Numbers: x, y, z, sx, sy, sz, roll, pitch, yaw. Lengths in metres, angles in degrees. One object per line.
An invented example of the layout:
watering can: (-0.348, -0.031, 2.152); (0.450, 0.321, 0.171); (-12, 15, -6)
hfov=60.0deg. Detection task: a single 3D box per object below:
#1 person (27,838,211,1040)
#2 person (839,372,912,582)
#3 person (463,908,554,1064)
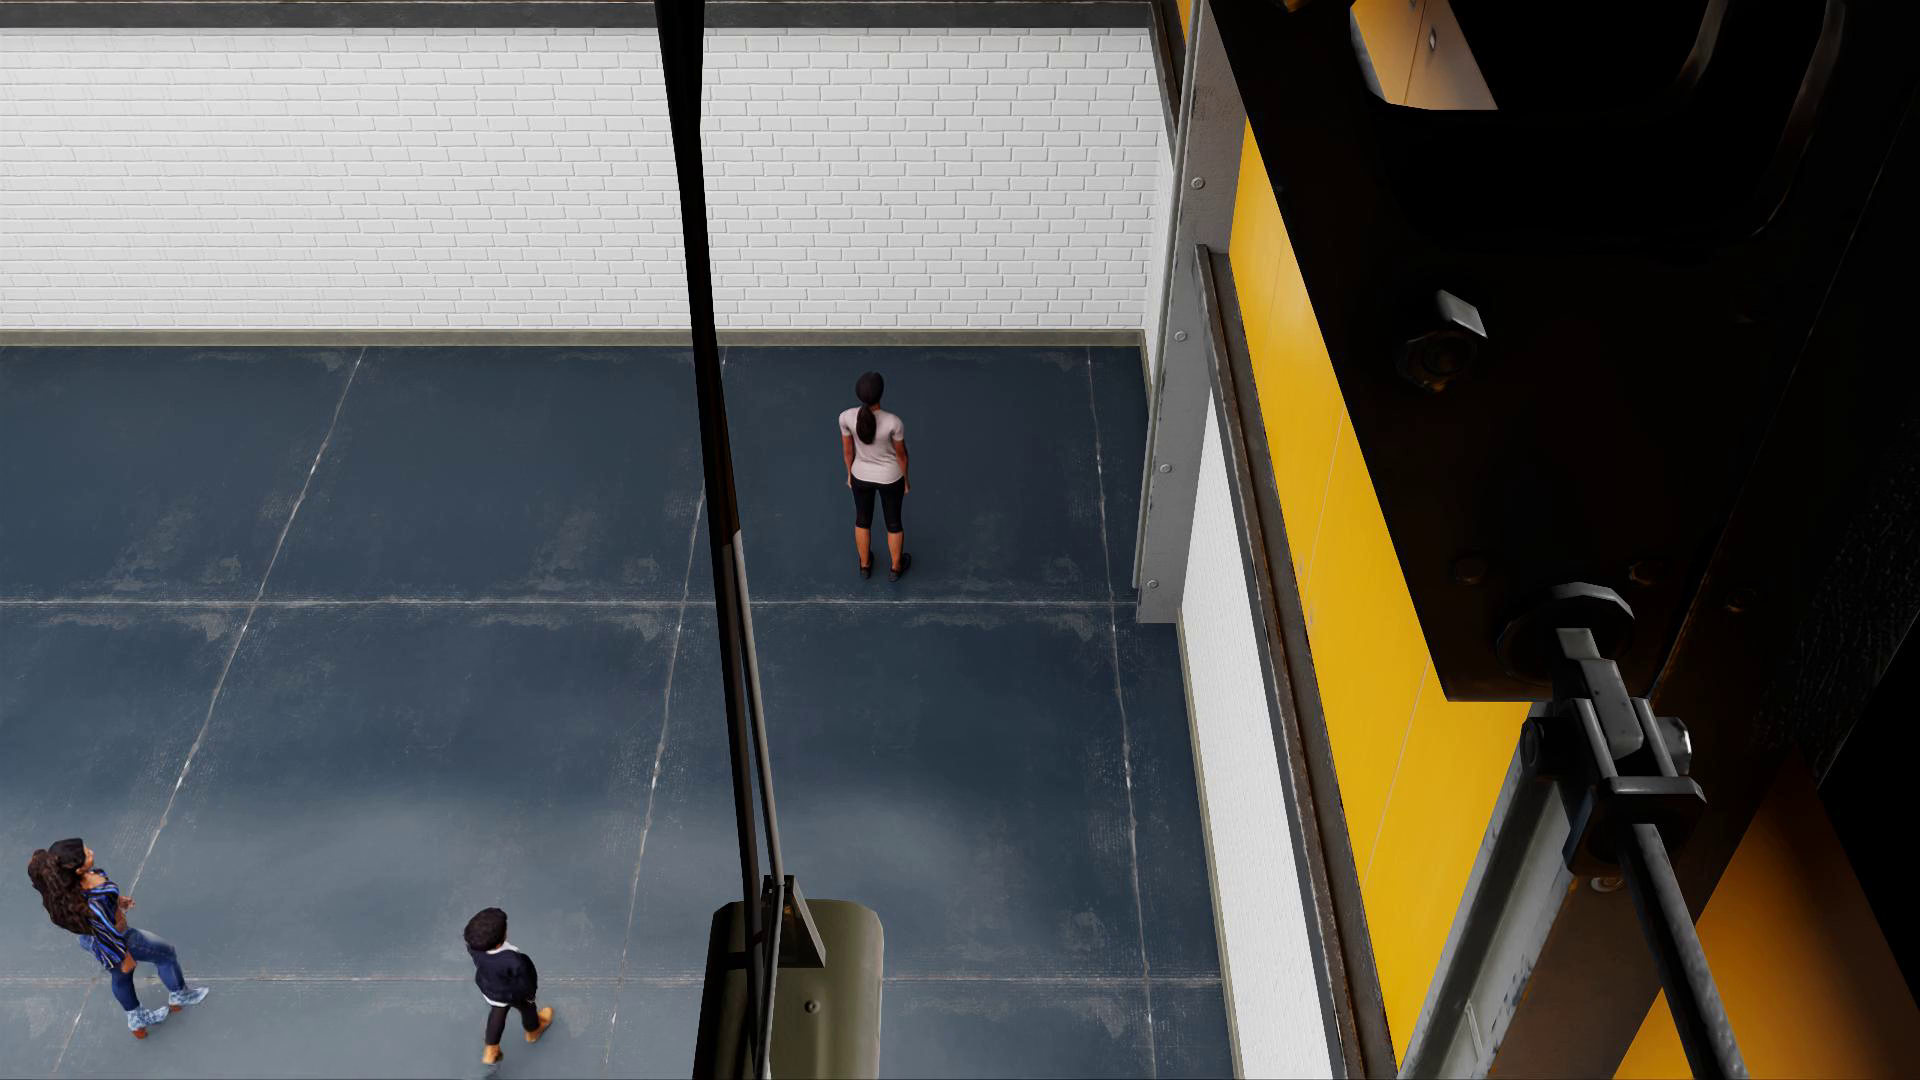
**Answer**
person: (-4.507, 2.133, 8.710); (0.782, 1.606, 0.839); (27, 50, 26)
person: (-0.568, -0.422, 11.289); (0.641, 1.748, 0.595); (7, 44, 7)
person: (-2.427, 2.357, 8.756); (0.656, 1.218, 0.789); (17, 46, 17)
